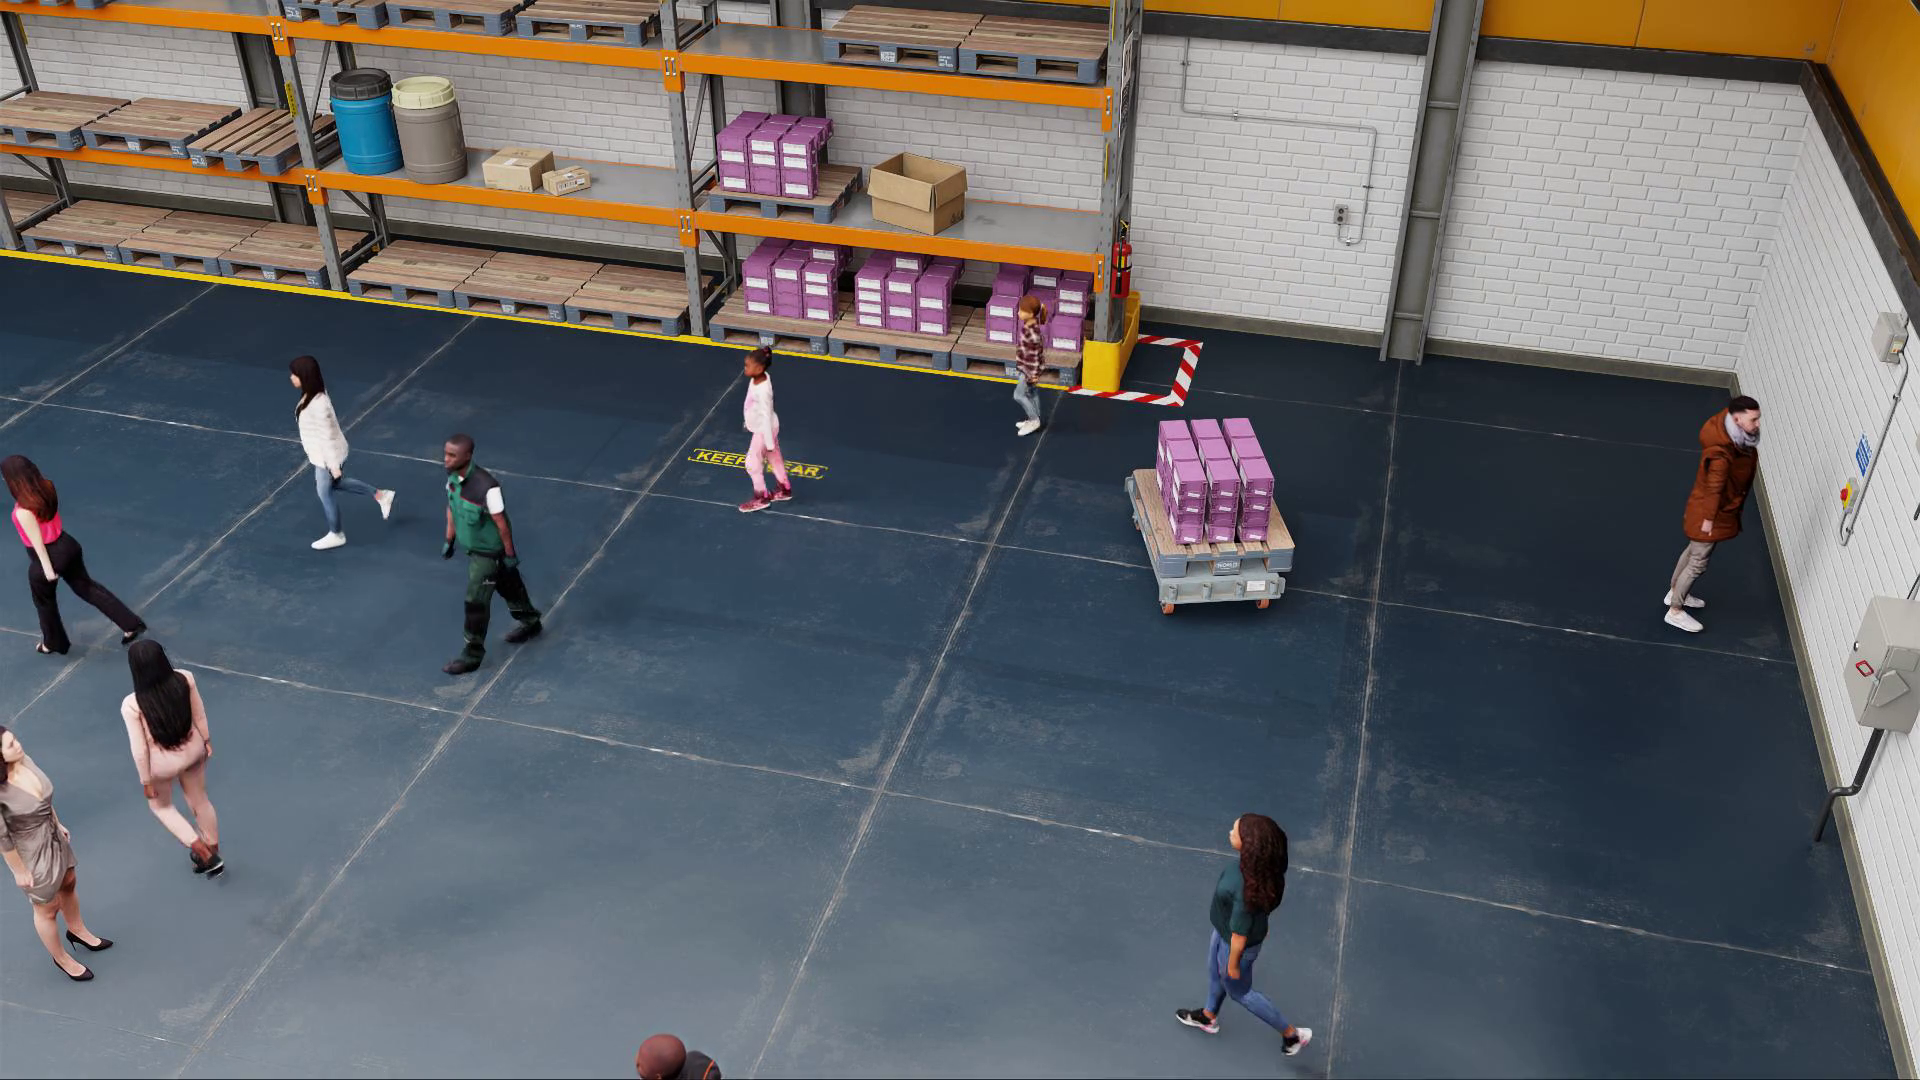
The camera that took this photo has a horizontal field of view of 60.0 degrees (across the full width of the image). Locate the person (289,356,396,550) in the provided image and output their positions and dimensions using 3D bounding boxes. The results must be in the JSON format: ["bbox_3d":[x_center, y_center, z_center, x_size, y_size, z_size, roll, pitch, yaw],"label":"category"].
[{"bbox_3d":[-4.831,-0.704,12.913,1.042,1.620,0.969,-17,37,-23],"label":"person"}]

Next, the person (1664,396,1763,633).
[{"bbox_3d":[5.412,-0.216,11.985,0.731,1.836,0.746,14,36,20],"label":"person"}]

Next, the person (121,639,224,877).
[{"bbox_3d":[-4.553,1.335,9.765,0.764,1.711,0.748,21,39,28],"label":"person"}]

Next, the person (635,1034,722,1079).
[{"bbox_3d":[-1.203,2.826,7.424,0.567,1.818,0.685,9,35,13],"label":"person"}]

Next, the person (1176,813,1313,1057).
[{"bbox_3d":[1.545,2.100,8.718,1.014,1.597,0.687,14,36,20],"label":"person"}]

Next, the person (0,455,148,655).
[{"bbox_3d":[-6.252,0.135,11.641,1.079,1.633,0.736,2,34,3],"label":"person"}]

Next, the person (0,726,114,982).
[{"bbox_3d":[-5.082,1.710,9.167,0.576,1.747,0.642,1,34,2],"label":"person"}]

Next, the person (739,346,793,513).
[{"bbox_3d":[-1.511,-0.917,13.408,0.775,1.429,0.684,-5,34,-8],"label":"person"}]

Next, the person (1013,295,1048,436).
[{"bbox_3d":[0.676,-1.526,14.442,0.578,1.297,0.588,0,34,-1],"label":"person"}]

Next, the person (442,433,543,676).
[{"bbox_3d":[-3.247,0.021,11.665,1.102,1.796,1.145,-26,41,-33],"label":"person"}]
